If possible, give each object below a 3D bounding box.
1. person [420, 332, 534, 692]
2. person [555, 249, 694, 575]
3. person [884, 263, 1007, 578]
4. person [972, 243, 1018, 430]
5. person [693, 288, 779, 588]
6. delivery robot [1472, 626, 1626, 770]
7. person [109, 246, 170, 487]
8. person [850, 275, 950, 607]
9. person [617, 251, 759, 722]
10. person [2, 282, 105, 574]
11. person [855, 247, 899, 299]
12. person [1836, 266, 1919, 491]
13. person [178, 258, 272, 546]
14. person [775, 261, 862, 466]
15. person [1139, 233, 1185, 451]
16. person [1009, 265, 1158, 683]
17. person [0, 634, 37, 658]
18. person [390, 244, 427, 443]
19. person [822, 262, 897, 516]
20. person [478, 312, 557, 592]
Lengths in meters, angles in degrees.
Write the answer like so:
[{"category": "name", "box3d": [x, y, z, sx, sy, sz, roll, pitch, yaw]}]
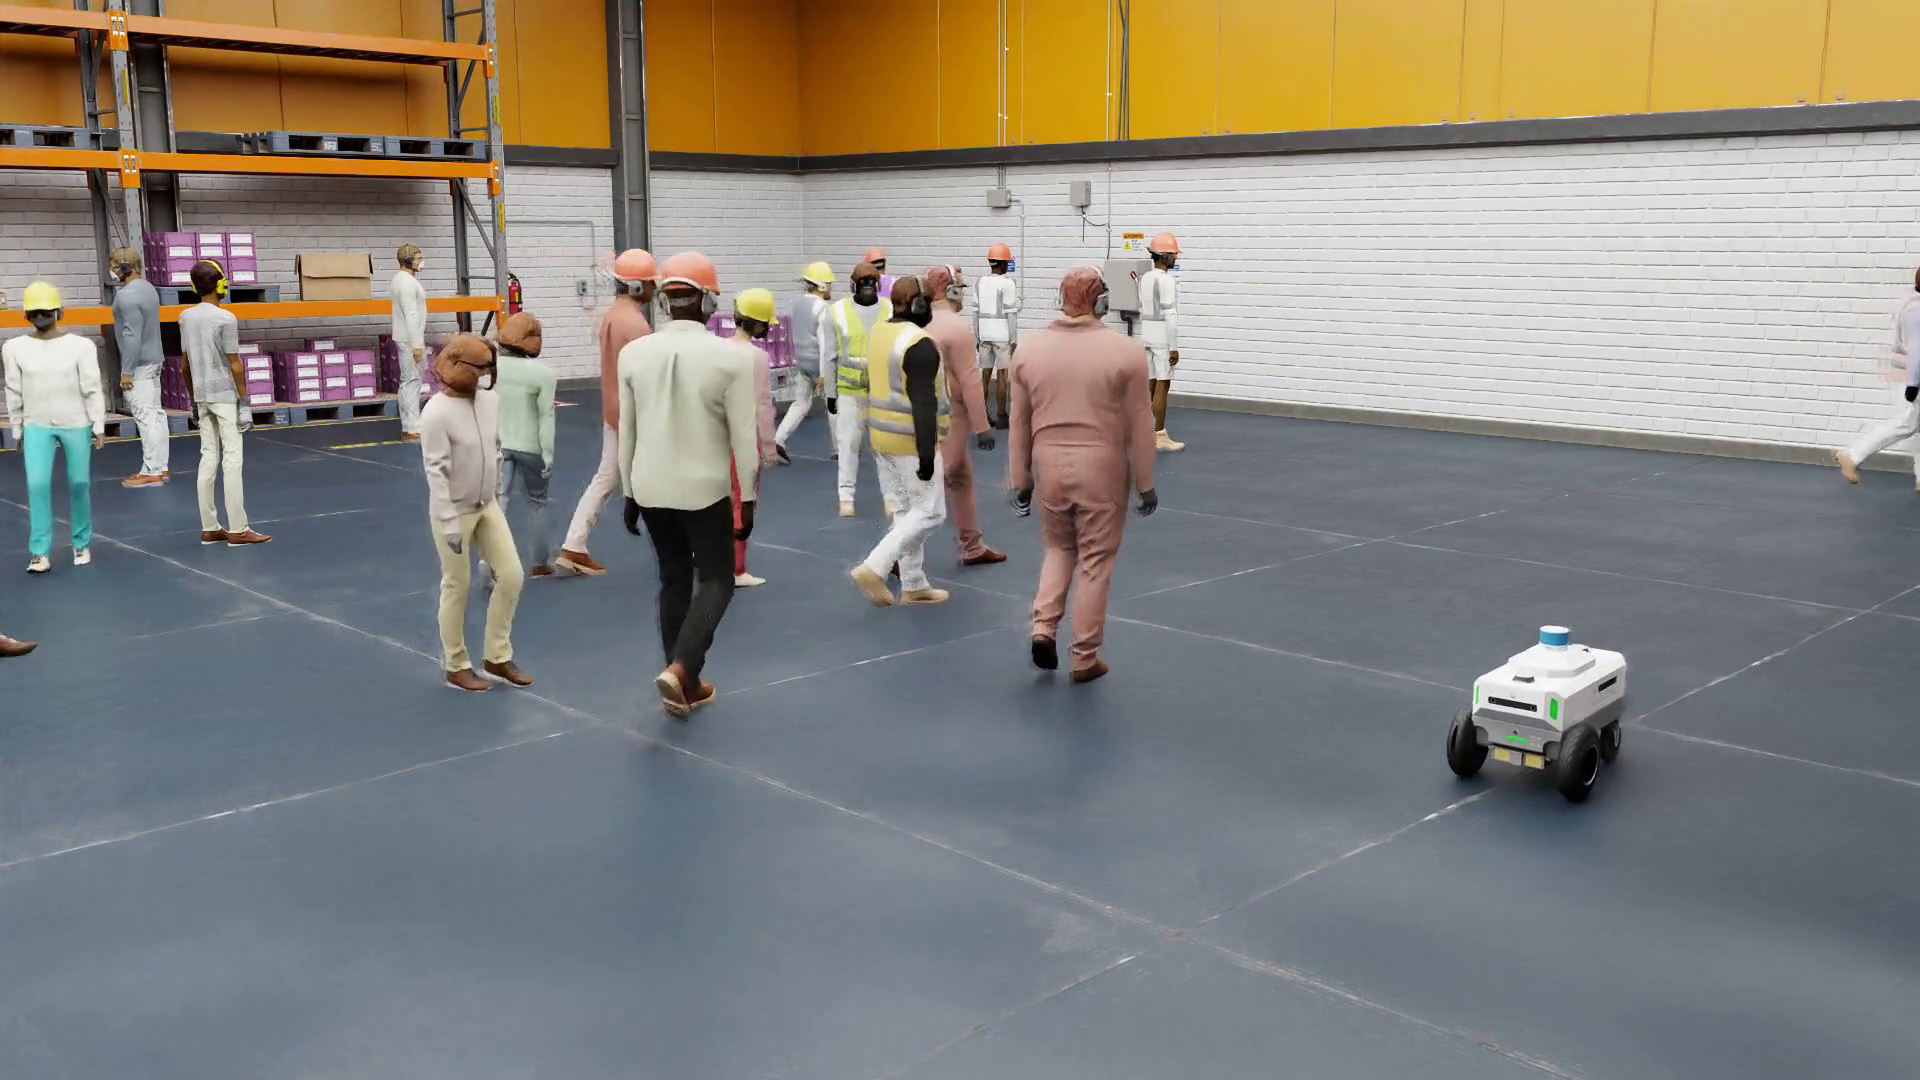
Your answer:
[{"category": "person", "box3d": [-2.112, -0.106, 7.269, 0.525, 1.608, 0.534, 5, 11, 24]}, {"category": "person", "box3d": [-1.984, -0.750, 9.904, 0.996, 1.957, 0.609, -8, 13, -36]}, {"category": "person", "box3d": [-0.131, -0.711, 9.910, 0.962, 1.865, 0.640, -5, 12, -26]}, {"category": "person", "box3d": [0.395, -2.125, 17.416, 0.551, 1.935, 0.375, 9, 14, 40]}, {"category": "person", "box3d": [-1.245, -0.565, 9.495, 0.408, 1.732, 0.544, -8, 13, -38]}, {"category": "delivery robot", "box3d": [2.216, 0.565, 6.238, 0.477, 0.478, 0.707, 9, 15, 41]}, {"category": "person", "box3d": [-6.632, -1.394, 13.430, 0.372, 1.938, 0.630, -2, 11, -11]}, {"category": "person", "box3d": [-0.313, -0.509, 8.946, 0.539, 1.819, 0.632, -5, 12, -26]}, {"category": "person", "box3d": [-1.146, -0.195, 6.839, 0.630, 1.963, 0.668, 3, 11, 15]}, {"category": "person", "box3d": [-5.425, -0.658, 9.972, 0.544, 1.735, 0.823, -4, 11, -21]}, {"category": "person", "box3d": [-0.840, -2.195, 17.914, 0.596, 1.890, 0.633, 1, 10, 6]}, {"category": "person", "box3d": [7.472, -1.282, 13.143, 0.783, 1.824, 0.637, 7, 12, 33]}, {"category": "person", "box3d": [-4.831, -0.892, 10.864, 0.514, 1.876, 0.328, 4, 11, 23]}, {"category": "person", "box3d": [-1.302, -1.546, 14.624, 0.868, 1.804, 0.584, -9, 13, -39]}, {"category": "person", "box3d": [1.900, -1.858, 15.670, 0.371, 2.044, 0.608, -4, 11, -20]}, {"category": "person", "box3d": [0.572, -0.288, 7.520, 0.652, 1.891, 0.436, 5, 12, 27]}, {"category": "person", "box3d": [-5.021, -0.305, 7.774, 1.030, 1.847, 0.649, -2, 11, -9]}, {"category": "person", "box3d": [-5.372, -1.924, 16.317, 0.373, 1.940, 0.628, -5, 12, -26]}, {"category": "person", "box3d": [-0.675, -1.077, 12.000, 0.626, 1.835, 0.431, -2, 11, -9]}, {"category": "person", "box3d": [-2.568, -0.508, 9.576, 0.515, 1.604, 0.778, 1, 10, 7]}]
